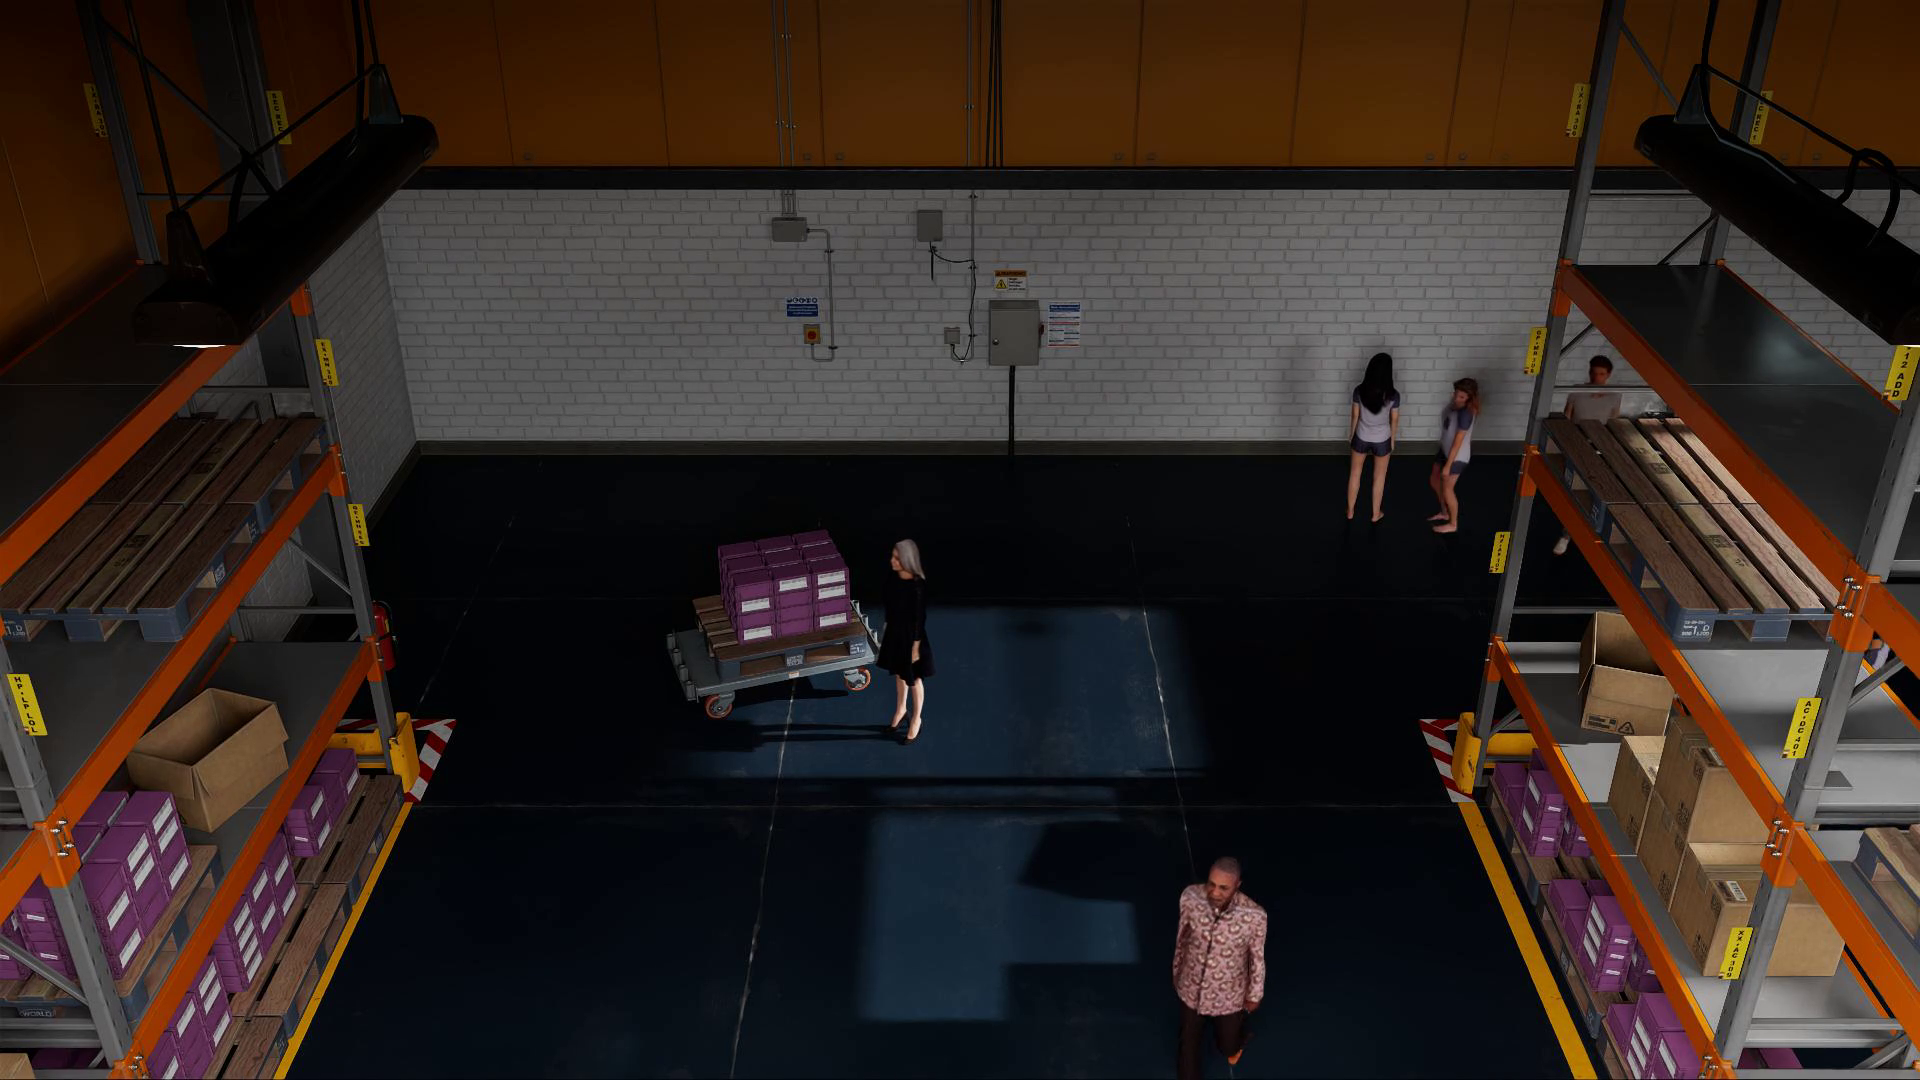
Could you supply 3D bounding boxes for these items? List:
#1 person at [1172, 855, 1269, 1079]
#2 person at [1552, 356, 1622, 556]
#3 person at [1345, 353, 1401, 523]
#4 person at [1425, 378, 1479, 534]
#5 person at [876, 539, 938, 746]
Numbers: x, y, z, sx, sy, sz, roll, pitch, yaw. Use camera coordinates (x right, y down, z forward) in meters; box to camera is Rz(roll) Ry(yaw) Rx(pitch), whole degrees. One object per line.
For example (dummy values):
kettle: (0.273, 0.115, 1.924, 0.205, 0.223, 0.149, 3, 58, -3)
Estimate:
person: (1.466, 2.482, 9.430, 0.966, 1.785, 1.144, 13, 31, 23)
person: (5.826, -0.853, 15.471, 1.143, 1.855, 1.324, 18, 33, 29)
person: (3.925, -0.980, 15.856, 0.661, 1.707, 0.643, 10, 30, 18)
person: (4.646, -0.789, 15.537, 0.756, 1.679, 0.493, 8, 30, 15)
person: (-0.418, 0.759, 12.628, 0.760, 1.747, 0.682, -20, 34, -32)
